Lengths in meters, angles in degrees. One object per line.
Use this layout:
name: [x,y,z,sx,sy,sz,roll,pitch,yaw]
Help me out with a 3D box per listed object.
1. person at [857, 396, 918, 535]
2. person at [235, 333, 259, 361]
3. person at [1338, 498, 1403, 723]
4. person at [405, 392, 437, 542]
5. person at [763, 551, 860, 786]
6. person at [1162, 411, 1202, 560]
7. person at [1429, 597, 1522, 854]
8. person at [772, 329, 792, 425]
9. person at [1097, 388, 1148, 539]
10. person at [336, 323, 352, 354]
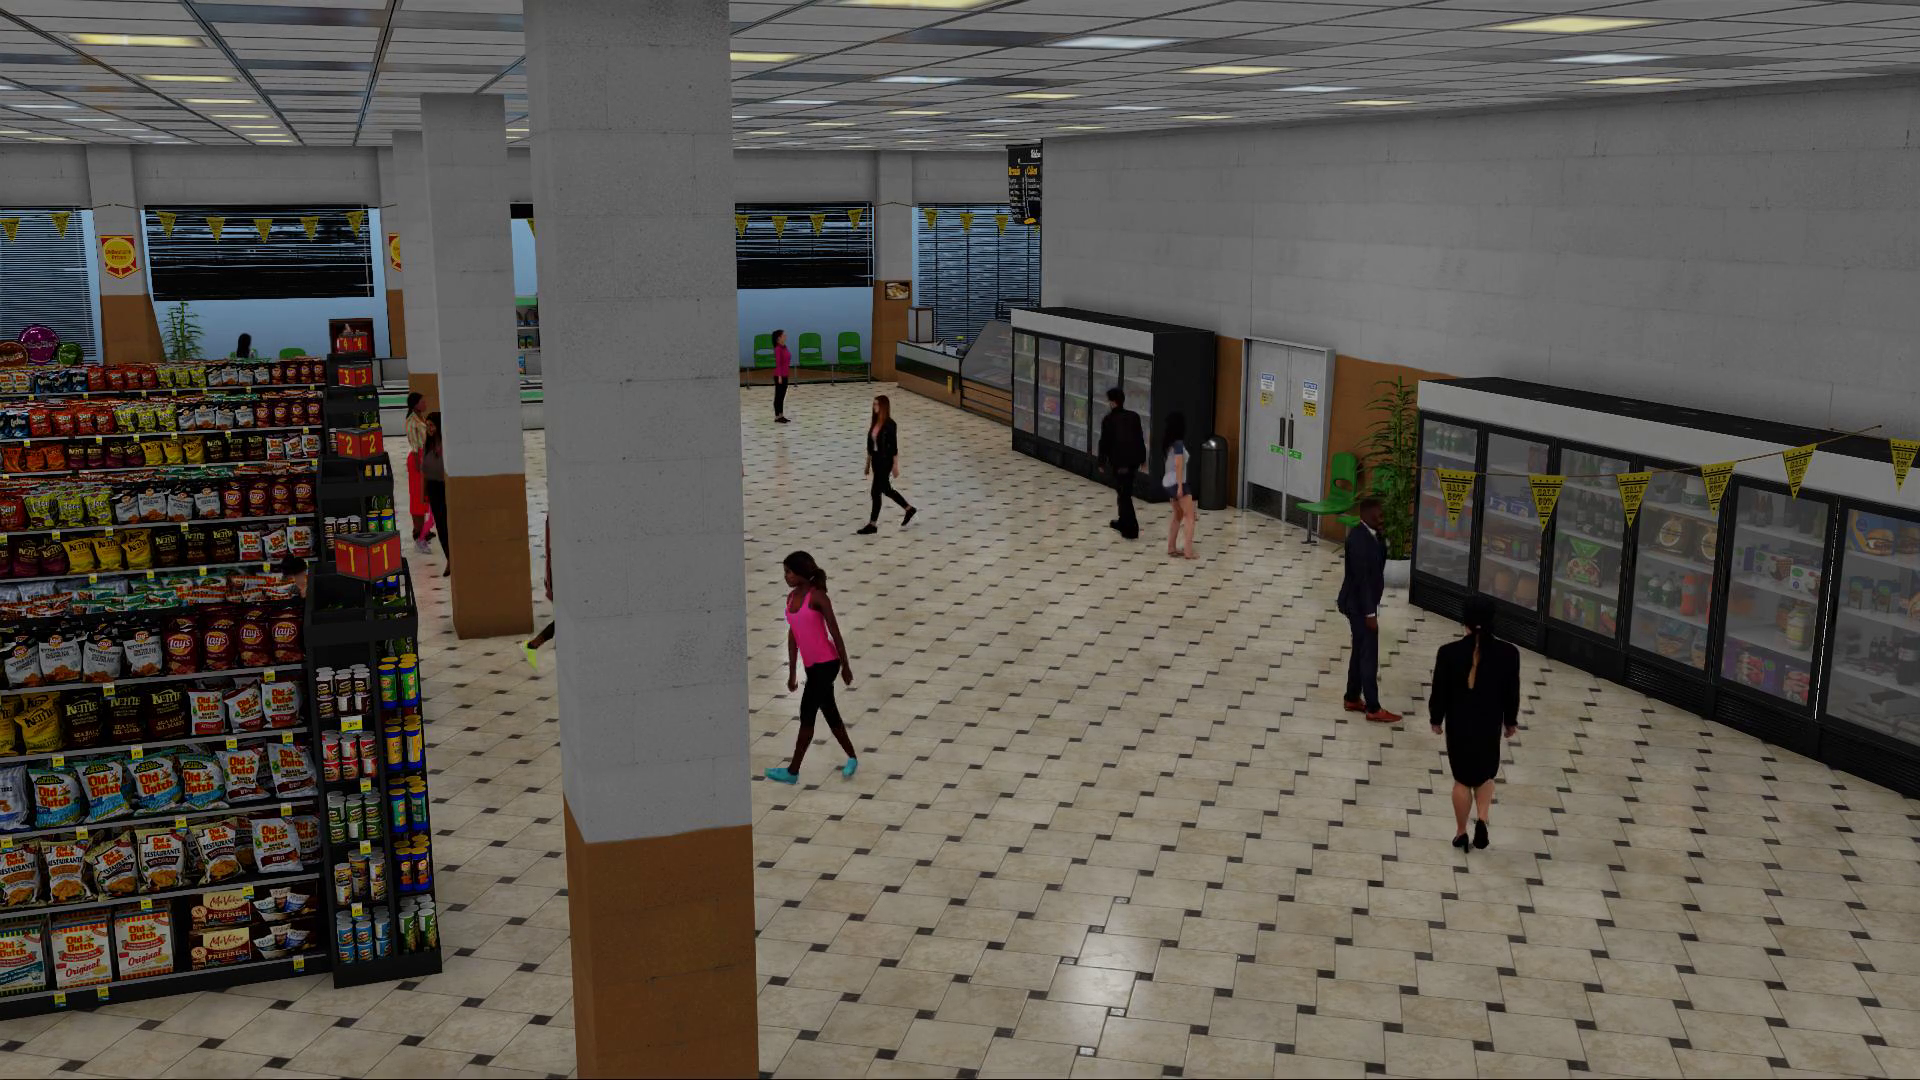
person: [-0.876,-0.926,20.527,1.200,1.679,0.817,-8,14,-34]
person: [-12.456,-2.715,29.001,1.087,1.688,1.177,6,13,26]
person: [3.231,0.539,13.279,0.991,1.798,0.930,3,12,12]
person: [-6.531,-0.891,20.088,0.652,1.792,0.675,0,12,2]
person: [-0.924,0.918,11.807,0.819,1.662,1.086,11,16,42]
person: [2.424,-0.633,19.122,0.721,1.685,0.761,0,12,1]
person: [3.237,1.204,10.441,0.804,1.667,0.903,2,12,8]
person: [-3.256,-2.972,30.198,0.721,1.698,0.682,3,12,14]
person: [2.047,-0.904,20.133,0.922,1.799,0.914,-6,13,-26]
person: [-11.220,-3.007,30.137,1.000,1.791,0.767,-7,14,-30]
